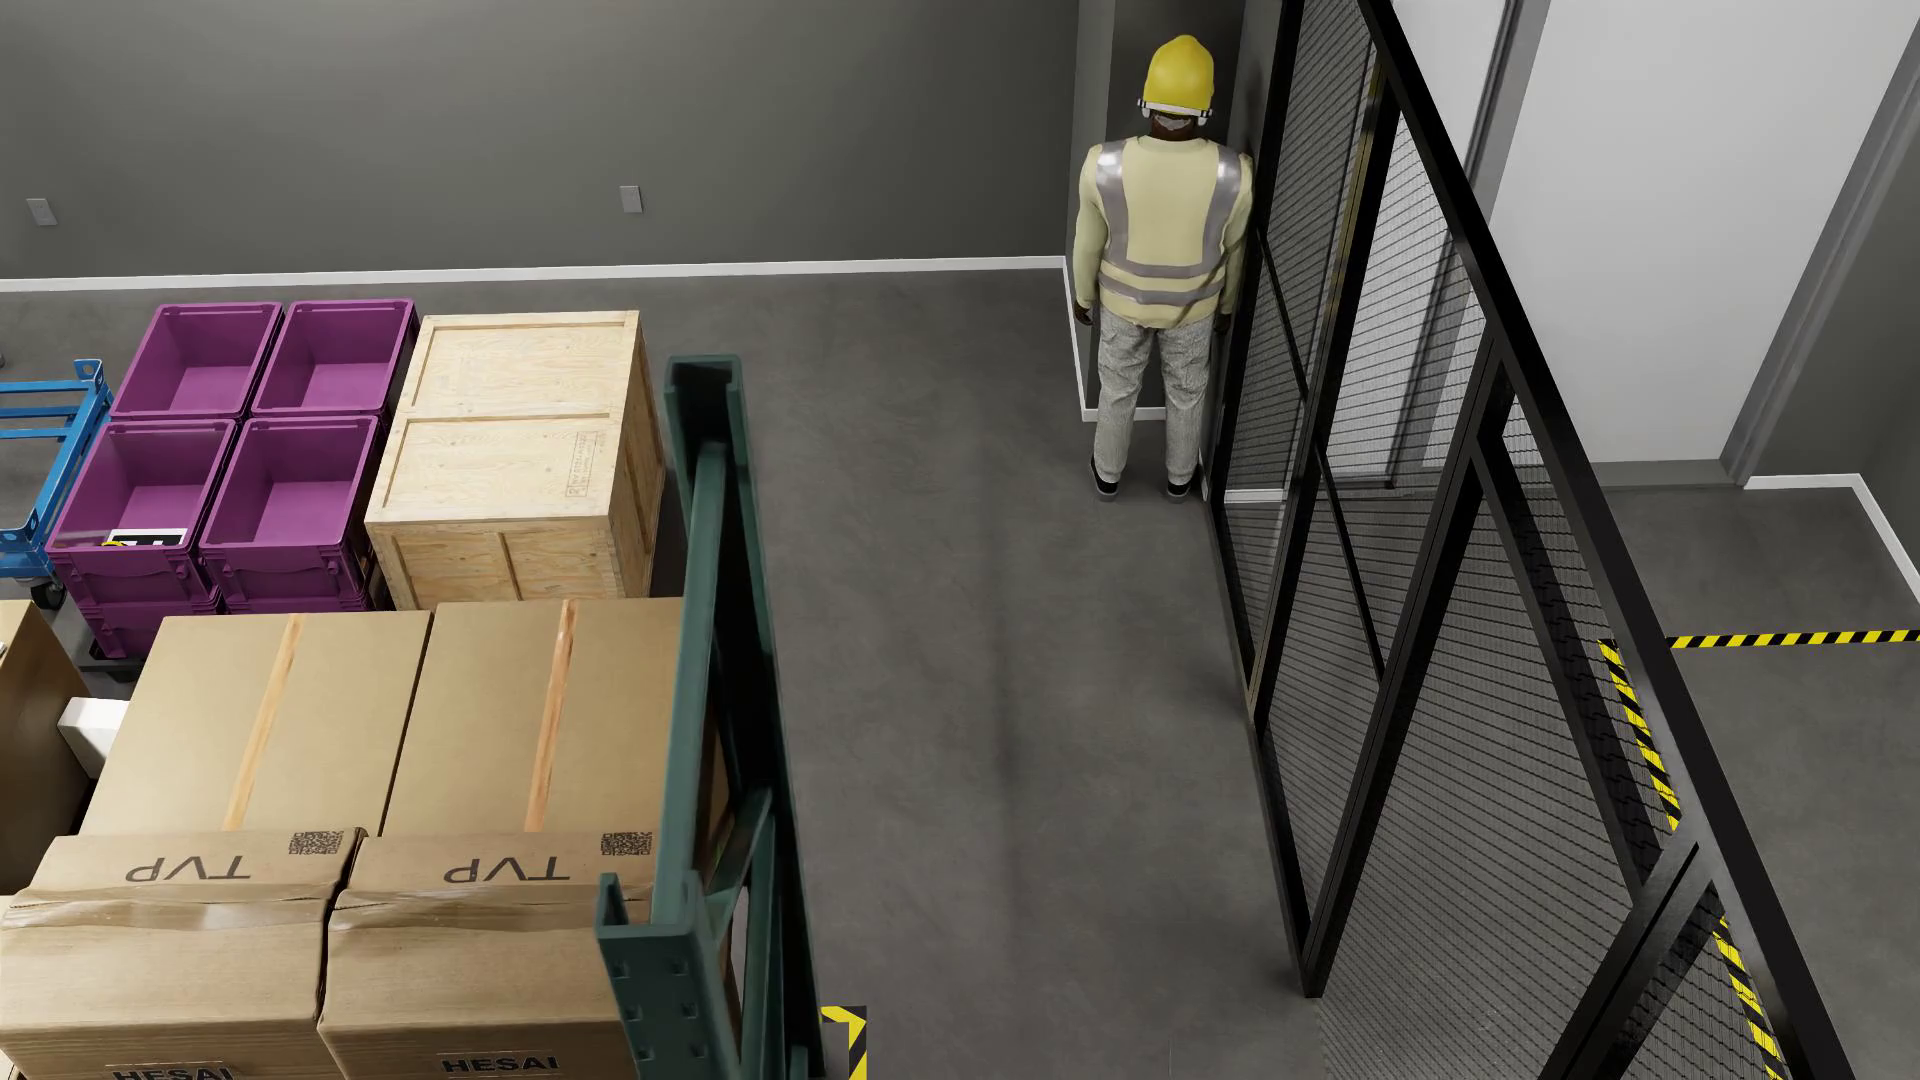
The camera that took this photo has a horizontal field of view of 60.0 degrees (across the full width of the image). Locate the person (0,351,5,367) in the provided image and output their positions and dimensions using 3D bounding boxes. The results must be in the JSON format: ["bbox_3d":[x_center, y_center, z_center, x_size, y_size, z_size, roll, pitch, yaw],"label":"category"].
[{"bbox_3d":[-4.038,-1.270,5.970,0.373,1.940,0.629,-3,46,-3],"label":"person"}]

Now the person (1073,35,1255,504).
[{"bbox_3d":[0.674,-0.857,5.646,0.589,1.834,0.403,4,46,4],"label":"person"}]
